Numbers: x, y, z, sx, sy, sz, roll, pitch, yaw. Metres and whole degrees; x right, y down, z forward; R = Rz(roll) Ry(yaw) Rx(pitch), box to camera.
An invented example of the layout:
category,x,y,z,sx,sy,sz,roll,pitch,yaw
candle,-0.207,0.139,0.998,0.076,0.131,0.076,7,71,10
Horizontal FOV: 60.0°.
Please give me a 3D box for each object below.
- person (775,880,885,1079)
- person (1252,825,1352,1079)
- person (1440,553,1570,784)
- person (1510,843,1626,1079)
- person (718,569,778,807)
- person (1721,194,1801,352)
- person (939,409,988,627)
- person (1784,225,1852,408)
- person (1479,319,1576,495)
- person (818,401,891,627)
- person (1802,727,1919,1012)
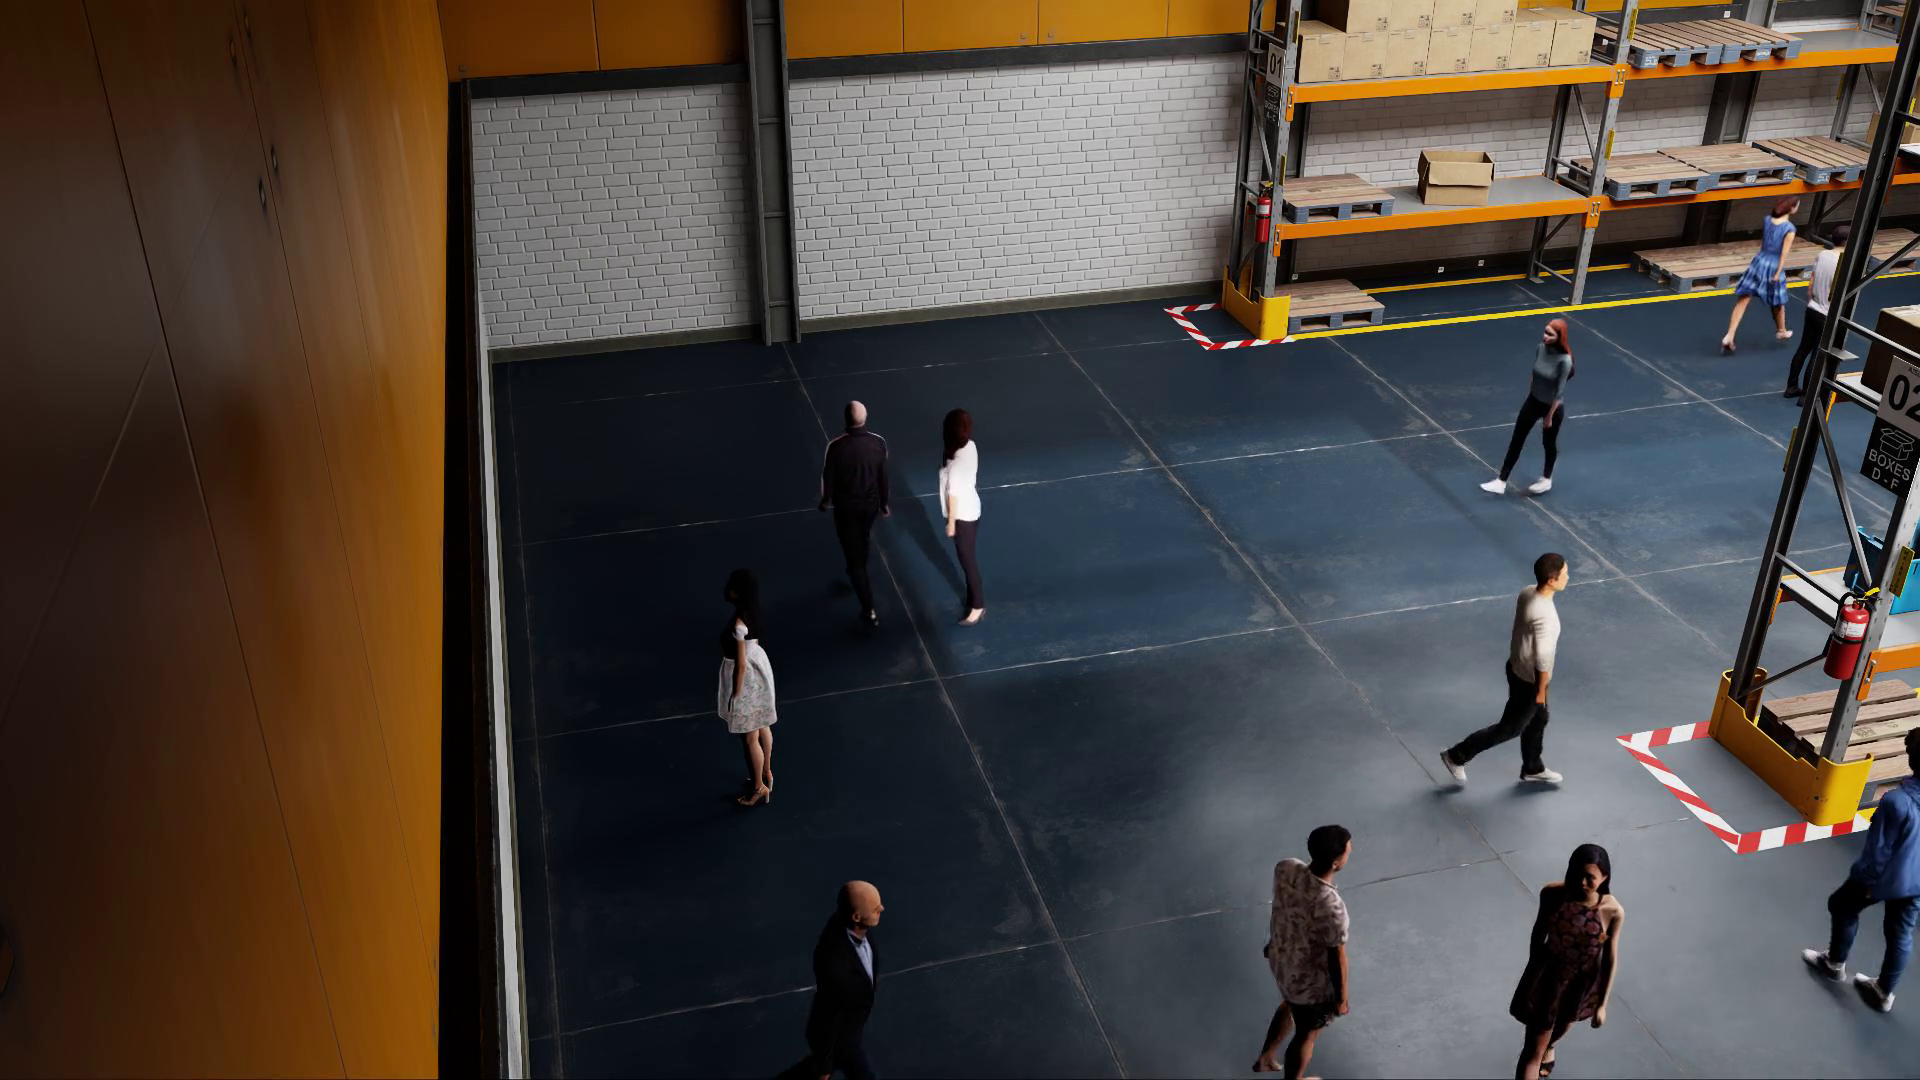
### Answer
category,x,y,z,sx,sy,sz,roll,pitch,yaw
person,-0.689,2.413,8.340,1.317,1.770,1.069,6,29,11
person,1.724,2.230,8.637,0.712,1.808,0.751,-13,31,-23
person,3.701,0.896,11.109,1.184,1.784,0.913,3,29,5
person,3.169,2.267,8.662,1.171,1.720,1.135,11,30,19
person,-1.407,0.971,10.984,0.787,1.771,0.761,6,29,11
person,8.633,-2.821,17.964,1.208,1.744,0.765,-13,31,-23
person,0.057,-0.171,13.079,0.781,1.770,0.760,-1,29,-2
person,8.735,-2.280,16.847,0.578,1.864,0.681,-4,29,-7
person,5.335,-1.185,14.994,1.010,1.716,0.720,-12,31,-21
person,-0.785,-0.175,13.066,1.199,1.789,0.864,-12,31,-21
person,5.279,1.890,9.278,0.675,1.792,0.743,-7,29,-12
